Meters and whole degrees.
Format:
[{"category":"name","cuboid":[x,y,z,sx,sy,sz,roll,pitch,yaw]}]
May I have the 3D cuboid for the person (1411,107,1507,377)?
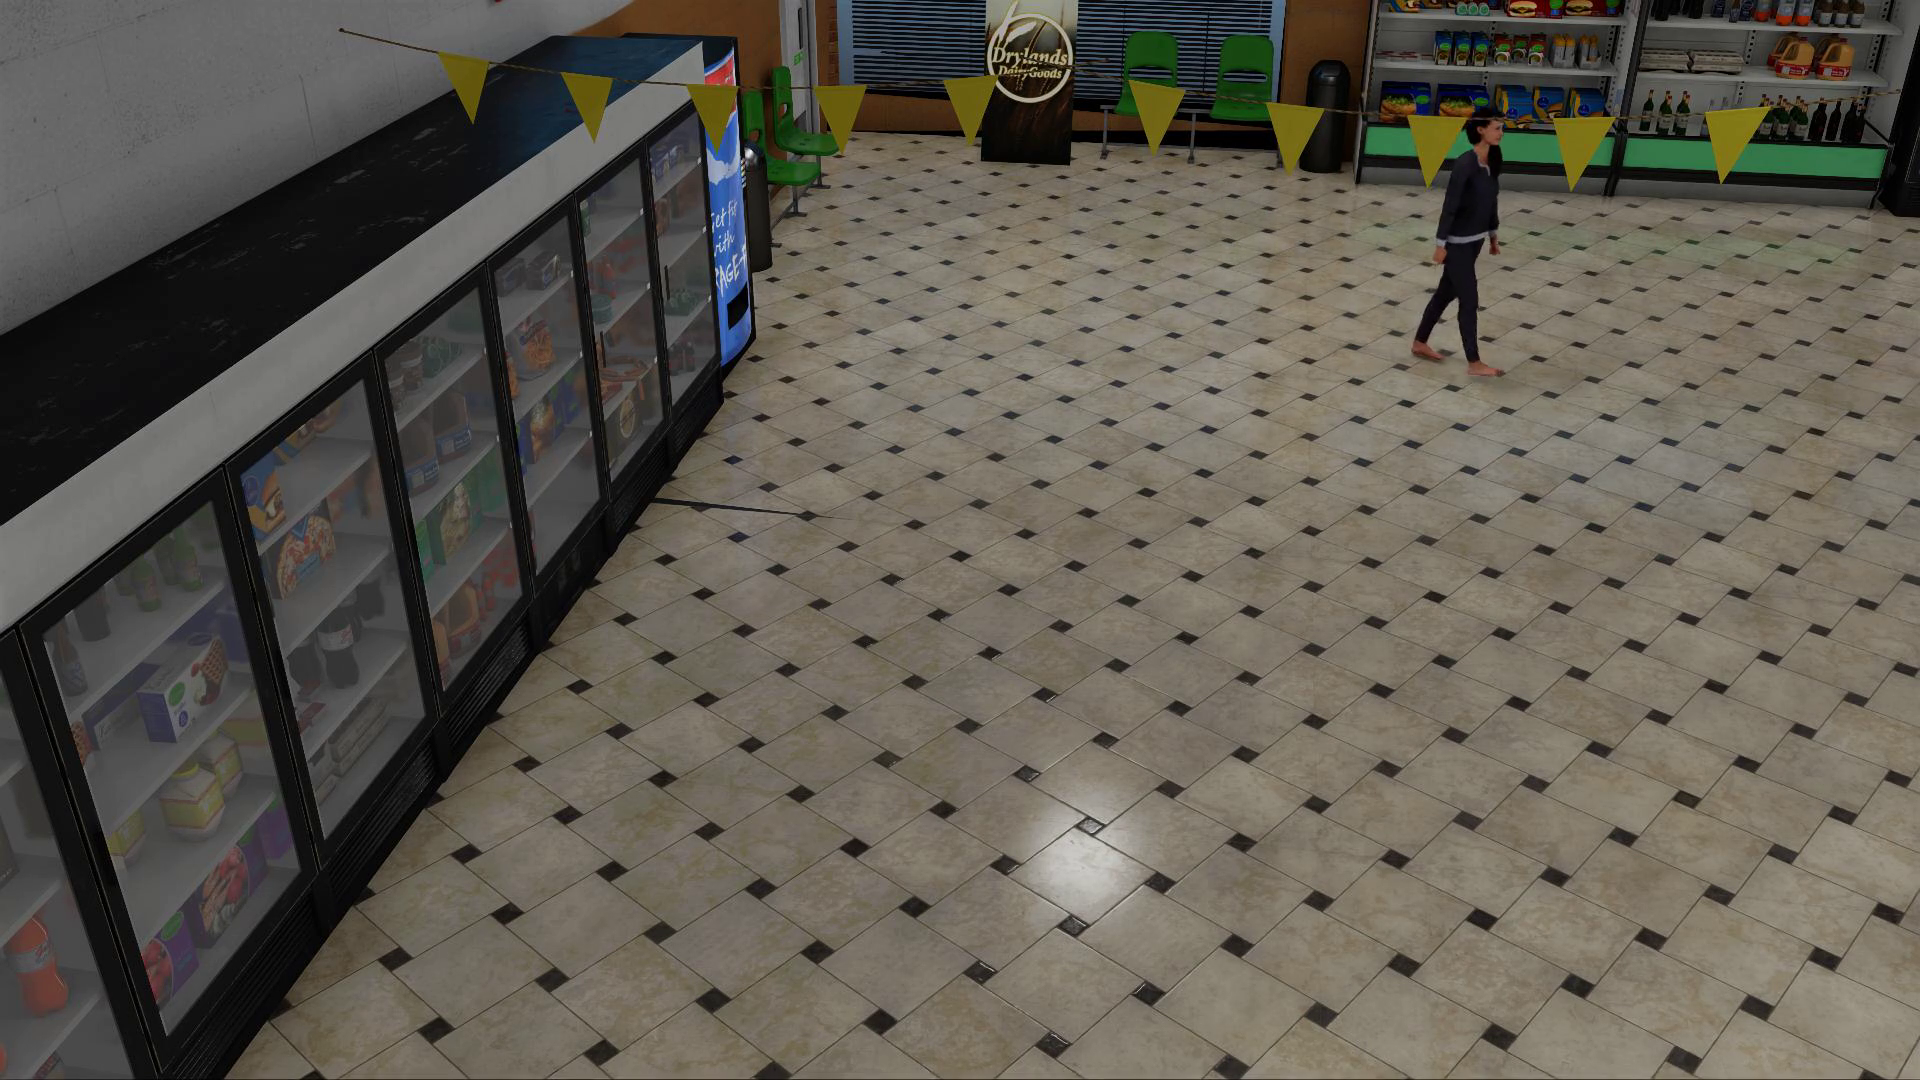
[{"category":"person","cuboid":[3.234,-1.977,10.978,1.066,1.737,0.923,23,36,35]}]
